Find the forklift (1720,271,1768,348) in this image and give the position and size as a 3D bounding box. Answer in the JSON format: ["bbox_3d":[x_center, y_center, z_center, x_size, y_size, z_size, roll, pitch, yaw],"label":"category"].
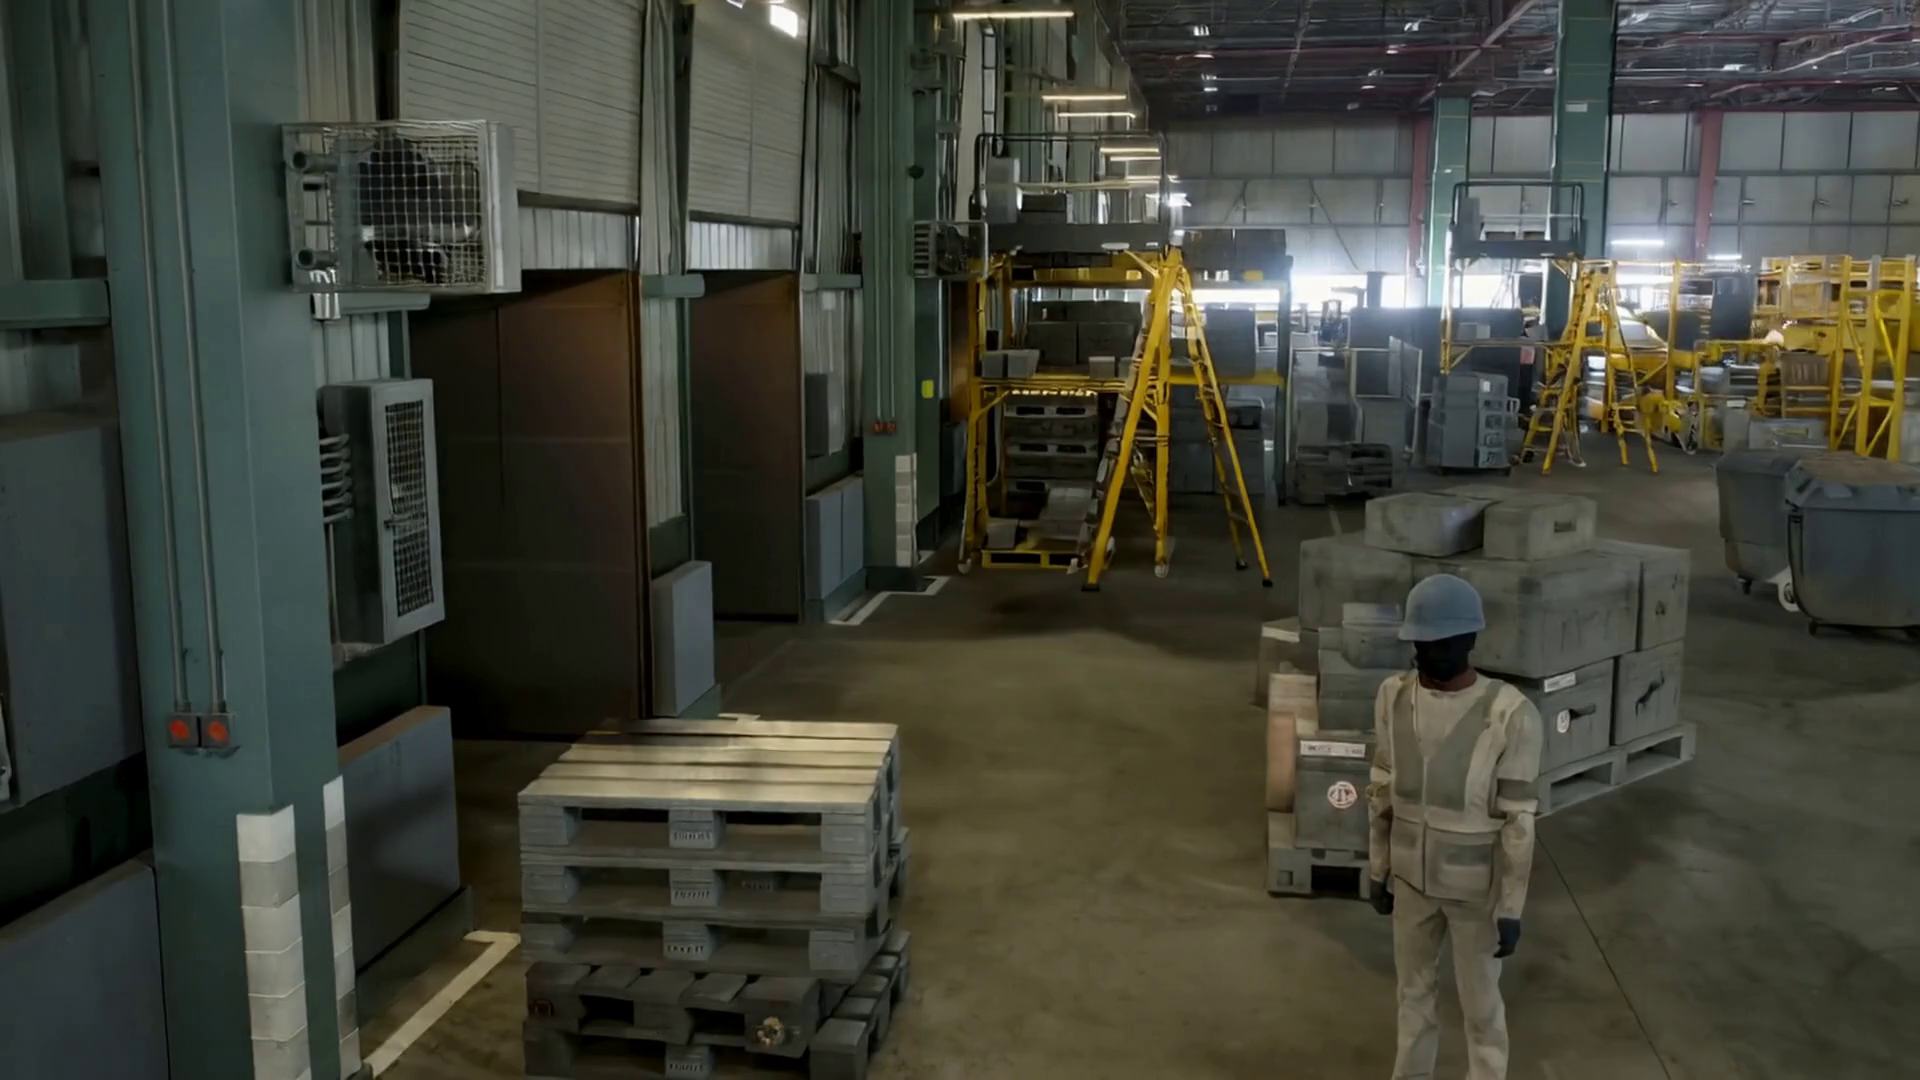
[{"bbox_3d":[22.245,-6.318,47.732,1.873,2.768,1.129,-3,10,-17],"label":"forklift"}]

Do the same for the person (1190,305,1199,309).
[{"bbox_3d":[6.213,-5.304,44.420,0.390,1.927,0.546,6,11,34],"label":"person"}]

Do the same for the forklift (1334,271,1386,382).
[{"bbox_3d":[10.454,-5.399,42.066,1.873,2.768,1.129,1,9,9],"label":"forklift"}]

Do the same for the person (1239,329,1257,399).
[{"bbox_3d":[5.937,-3.579,34.707,0.546,1.624,0.369,0,9,-3],"label":"person"}]

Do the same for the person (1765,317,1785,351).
[{"bbox_3d":[16.871,-3.666,34.440,1.029,1.883,0.650,8,12,40],"label":"person"}]

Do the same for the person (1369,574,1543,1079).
[{"bbox_3d":[1.523,1.052,5.245,0.393,1.921,0.586,-8,12,-40],"label":"person"}]

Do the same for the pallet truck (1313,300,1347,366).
[{"bbox_3d":[11.159,-6.200,49.718,0.823,1.965,1.885,4,10,26],"label":"pallet truck"}]
